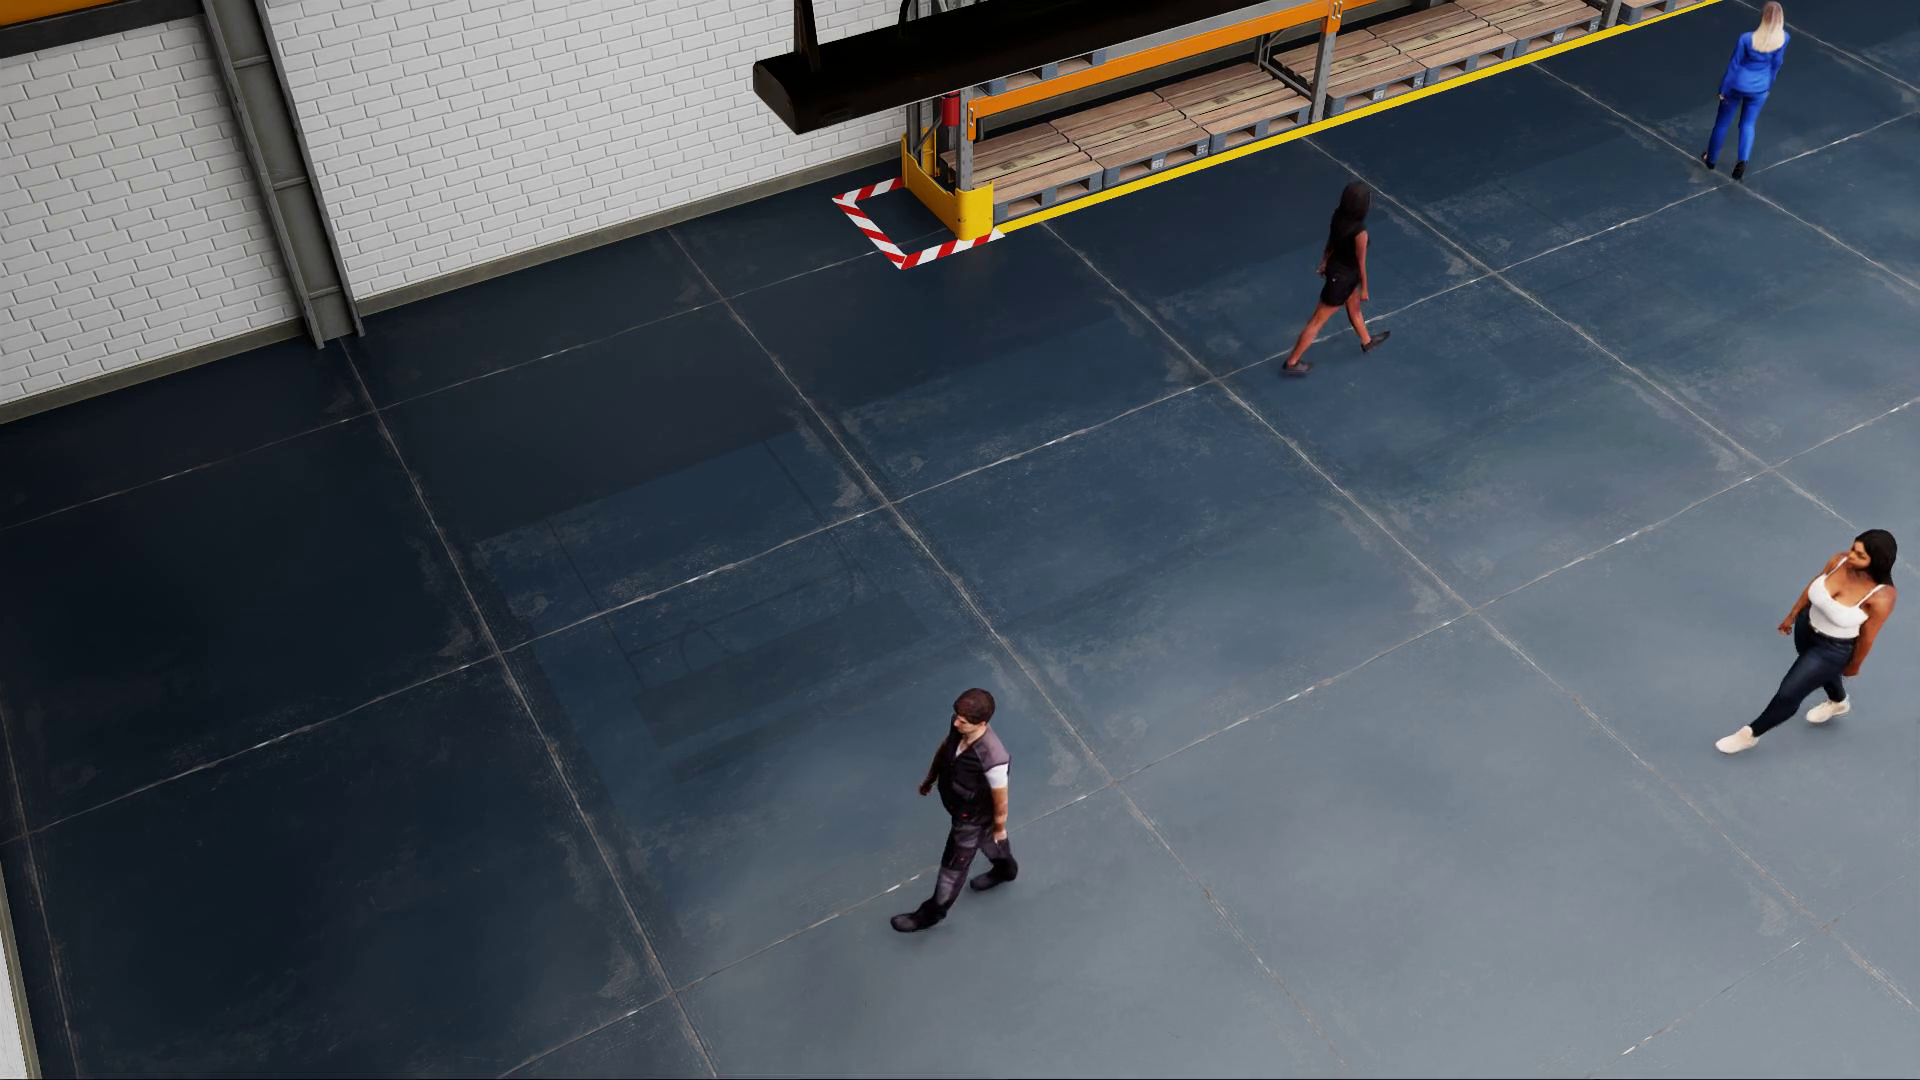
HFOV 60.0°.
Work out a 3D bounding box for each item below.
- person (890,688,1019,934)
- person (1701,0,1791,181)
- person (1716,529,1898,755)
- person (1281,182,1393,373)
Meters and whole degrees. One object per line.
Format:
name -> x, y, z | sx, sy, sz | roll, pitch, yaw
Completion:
person -> 0.148, 1.428, 9.259 | 1.118, 1.817, 0.778 | -15, 46, -15
person -> 7.161, -4.041, 15.093 | 0.958, 1.688, 0.964 | 3, 44, 3
person -> 5.372, 0.602, 10.165 | 1.279, 1.763, 0.905 | -9, 44, -9
person -> 2.871, -1.979, 12.929 | 1.254, 1.687, 0.860 | -9, 44, -9
